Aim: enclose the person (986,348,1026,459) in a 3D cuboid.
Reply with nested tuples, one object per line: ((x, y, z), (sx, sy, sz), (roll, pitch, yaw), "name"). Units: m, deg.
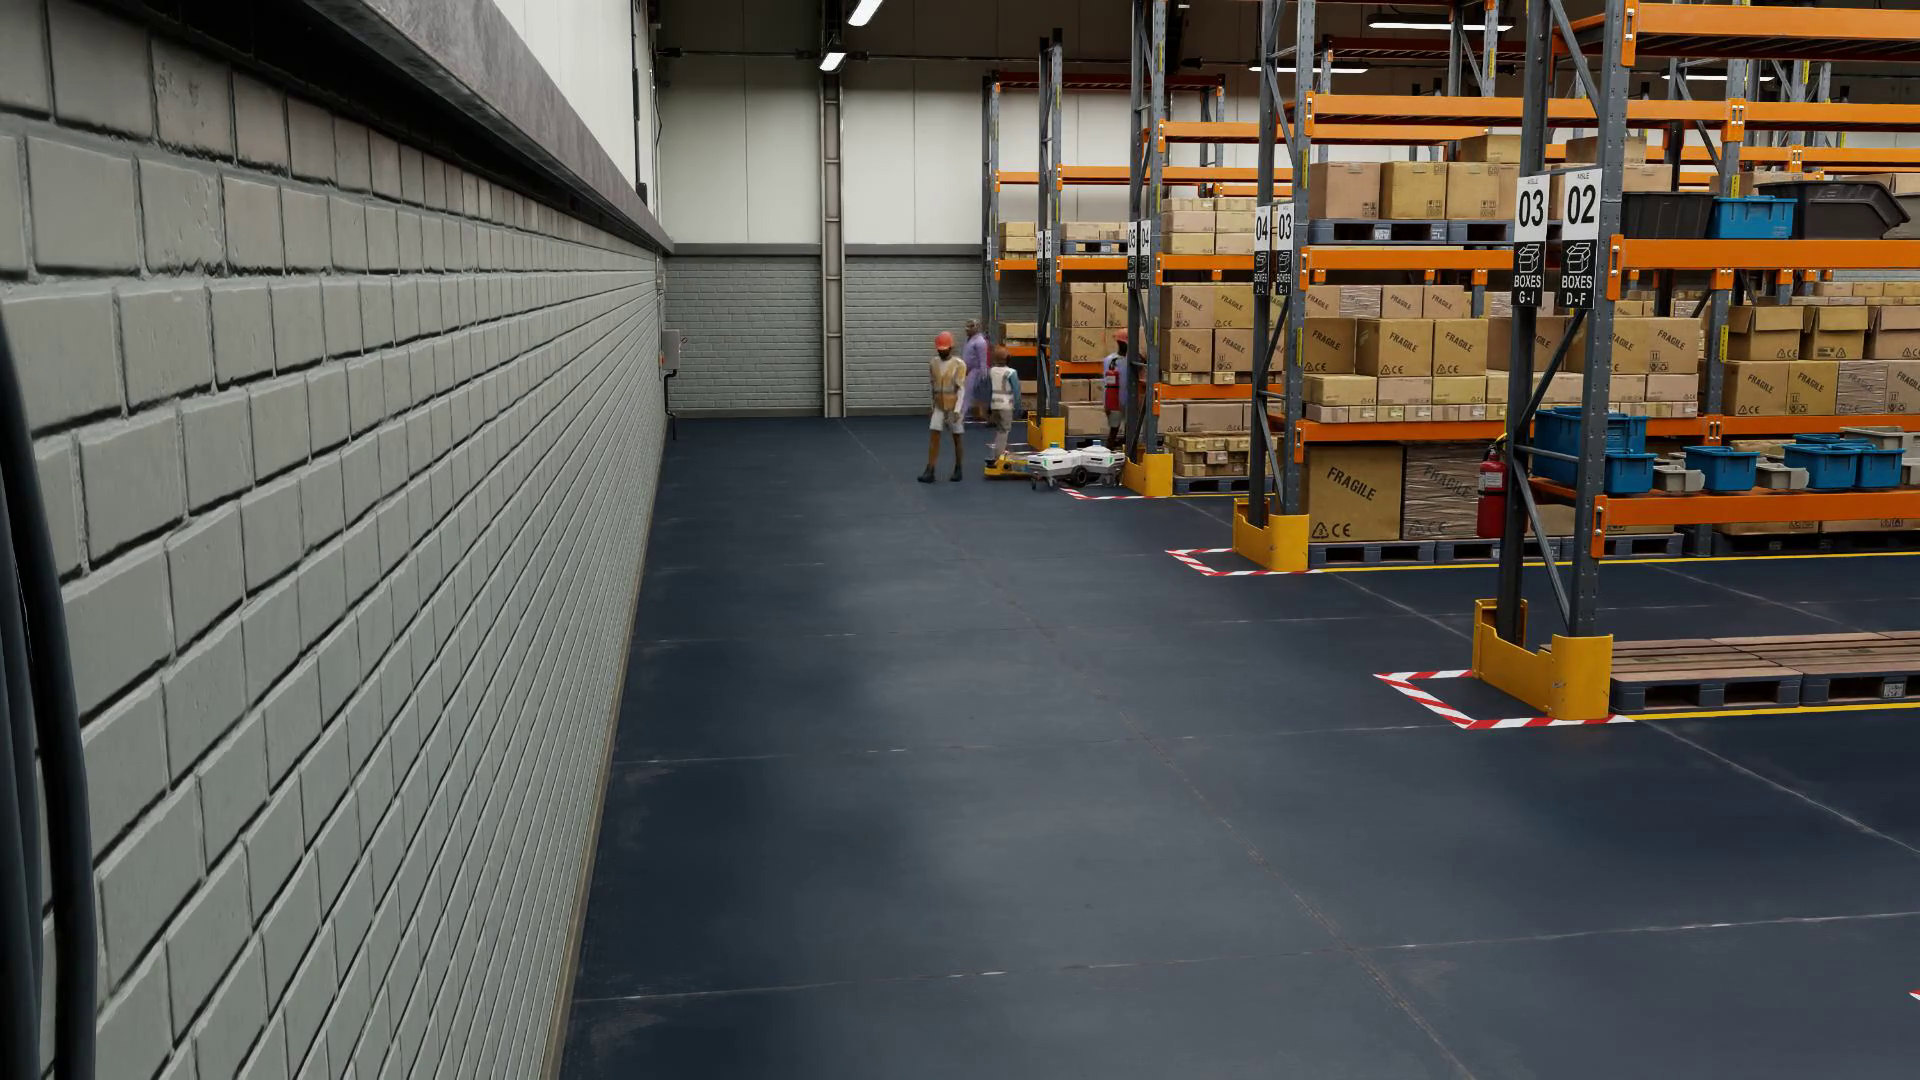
((0.647, -1.755, 22.257), (0.528, 1.624, 0.528), (-8, 12, -39), "person")

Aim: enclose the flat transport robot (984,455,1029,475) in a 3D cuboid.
((1.030, -0.942, 21.315), (1.431, 0.197, 0.652), (3, 9, 1), "flat transport robot")

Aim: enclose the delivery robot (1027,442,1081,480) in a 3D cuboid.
((1.145, -0.945, 20.257), (0.477, 0.478, 0.707), (9, 13, 44), "delivery robot")

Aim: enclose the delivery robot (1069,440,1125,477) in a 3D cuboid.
((1.685, -0.991, 20.540), (0.707, 0.478, 0.477), (8, 12, 40), "delivery robot")

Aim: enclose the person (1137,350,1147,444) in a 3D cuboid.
((2.400, -1.698, 21.921), (0.528, 1.612, 0.454), (6, 11, 33), "person")

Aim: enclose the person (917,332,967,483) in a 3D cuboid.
((-0.194, -1.636, 20.697), (0.567, 1.884, 0.913), (5, 11, 29), "person")

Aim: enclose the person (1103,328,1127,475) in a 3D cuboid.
((2.110, -1.774, 21.490), (0.585, 1.909, 0.593), (-6, 11, -34), "person")

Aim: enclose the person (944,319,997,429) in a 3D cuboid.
((0.214, -2.779, 27.883), (1.012, 1.856, 0.643), (-2, 9, -13), "person")
